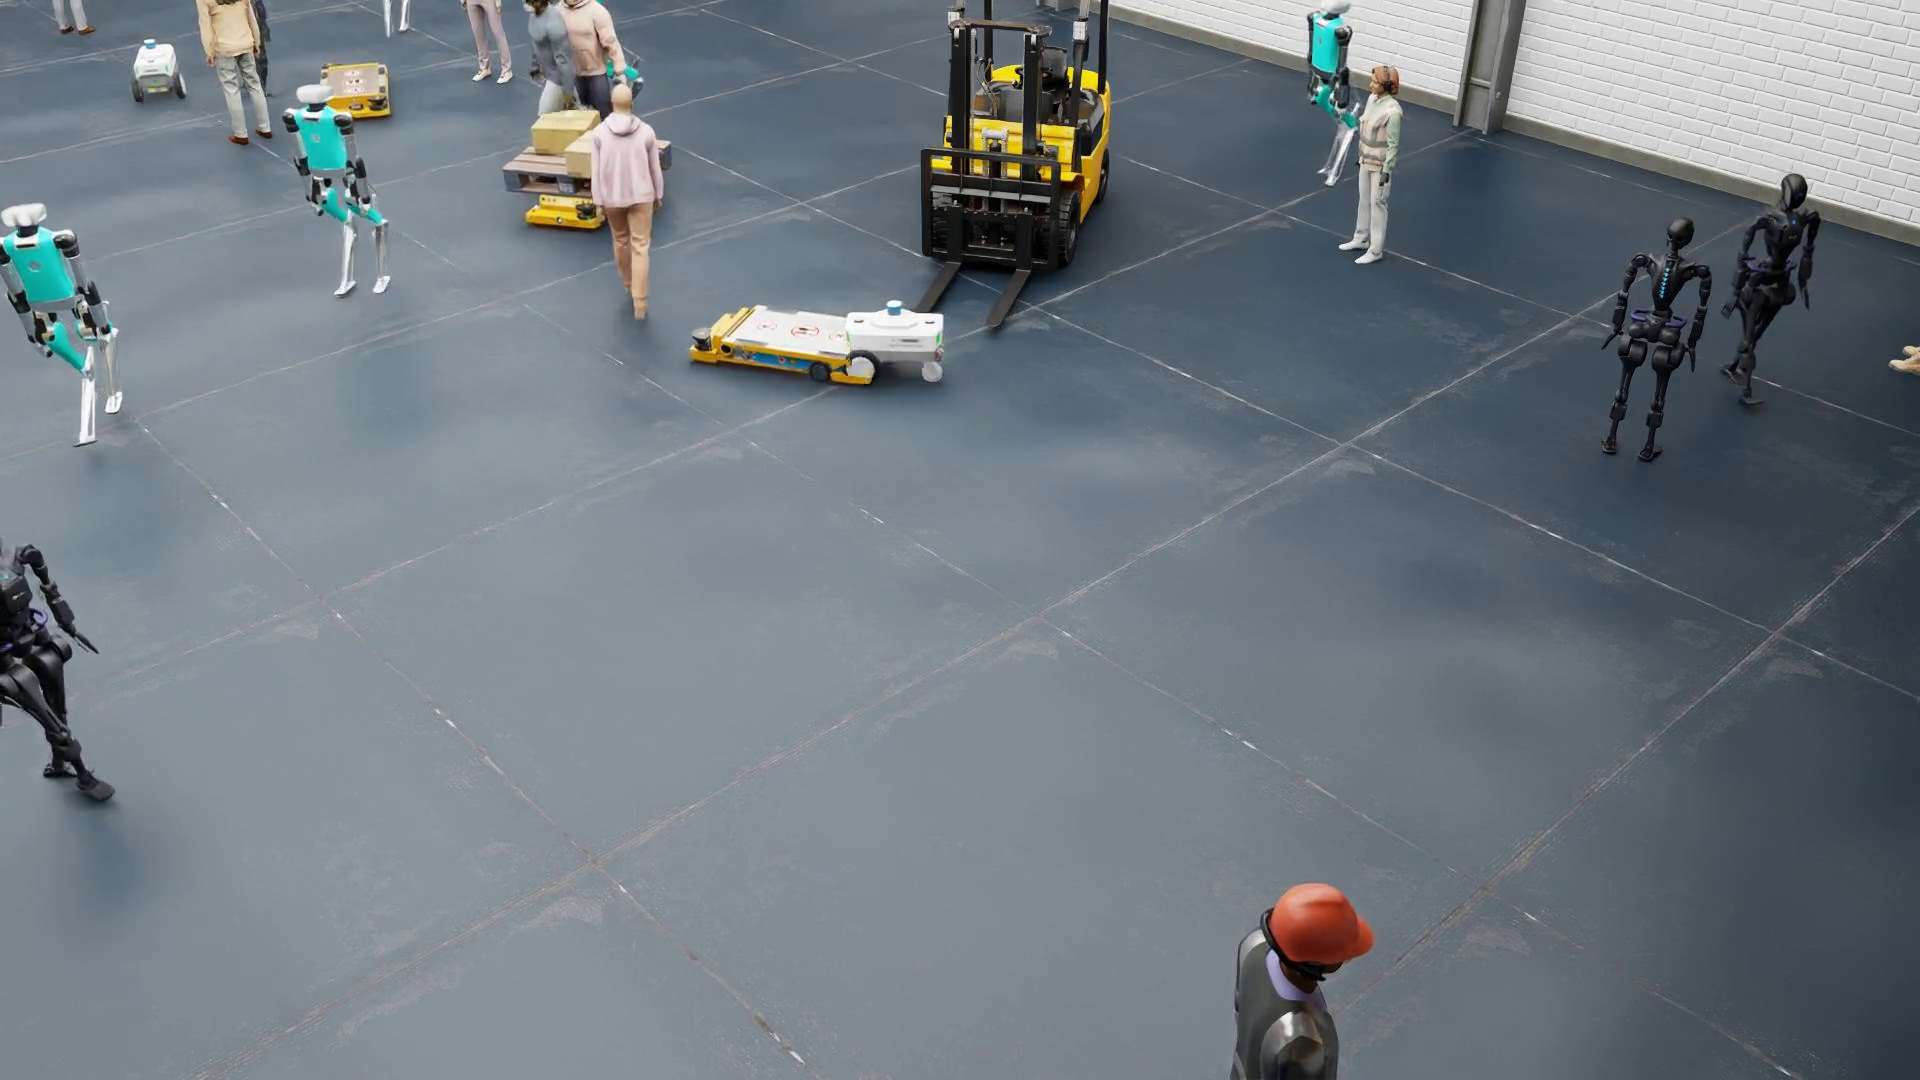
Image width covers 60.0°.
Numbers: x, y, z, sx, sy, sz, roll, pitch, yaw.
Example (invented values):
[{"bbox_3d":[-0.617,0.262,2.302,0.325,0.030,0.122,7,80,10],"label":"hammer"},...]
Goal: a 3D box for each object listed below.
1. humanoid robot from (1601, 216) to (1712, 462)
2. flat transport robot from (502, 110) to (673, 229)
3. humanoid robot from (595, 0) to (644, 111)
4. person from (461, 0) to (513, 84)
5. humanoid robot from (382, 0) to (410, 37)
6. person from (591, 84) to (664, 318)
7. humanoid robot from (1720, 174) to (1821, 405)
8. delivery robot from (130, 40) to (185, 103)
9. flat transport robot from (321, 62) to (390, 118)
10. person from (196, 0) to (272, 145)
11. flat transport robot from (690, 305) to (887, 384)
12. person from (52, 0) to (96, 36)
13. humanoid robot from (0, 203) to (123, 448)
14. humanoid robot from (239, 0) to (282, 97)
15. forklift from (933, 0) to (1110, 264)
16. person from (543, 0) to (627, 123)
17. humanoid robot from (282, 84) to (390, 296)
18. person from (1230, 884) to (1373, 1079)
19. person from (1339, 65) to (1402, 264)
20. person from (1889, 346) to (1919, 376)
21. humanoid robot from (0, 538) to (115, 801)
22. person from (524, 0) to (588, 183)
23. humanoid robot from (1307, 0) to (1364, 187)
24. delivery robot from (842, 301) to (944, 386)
[{"bbox_3d":[4.541,-1.327,10.908,0.599,1.657,0.315,17,37,25],"label":"humanoid robot"},{"bbox_3d":[-3.335,-3.190,15.076,0.659,0.231,1.431,7,34,11],"label":"flat transport robot"},{"bbox_3d":[-3.379,-4.829,16.279,0.708,1.827,0.537,-9,34,-13],"label":"humanoid robot"},{"bbox_3d":[-5.076,-5.730,17.615,0.524,1.760,0.338,11,35,17],"label":"person"},{"bbox_3d":[-6.579,-6.645,19.108,0.543,1.840,0.774,-1,33,-1],"label":"humanoid robot"},{"bbox_3d":[-2.562,-2.674,12.923,0.535,1.744,0.840,-3,33,-4],"label":"person"},{"bbox_3d":[5.682,-1.748,11.591,0.615,1.633,0.722,-5,33,-7],"label":"humanoid robot"},{"bbox_3d":[-8.470,-4.959,17.536,0.499,0.597,0.801,-10,34,-15],"label":"delivery robot"},{"bbox_3d":[-6.334,-4.715,17.420,0.659,0.231,1.431,-9,34,-14],"label":"flat transport robot"},{"bbox_3d":[-6.996,-4.756,16.024,0.415,1.867,0.566,24,40,32],"label":"person"},{"bbox_3d":[-1.232,-1.467,12.428,1.431,0.231,0.659,10,34,15],"label":"flat transport robot"},{"bbox_3d":[-10.360,-6.638,19.115,0.474,1.641,0.337,2,33,3],"label":"person"},{"bbox_3d":[-5.937,-1.485,11.113,0.557,1.733,1.036,-6,33,-9],"label":"humanoid robot"},{"bbox_3d":[-7.387,-5.424,17.224,0.599,1.642,0.372,25,40,33],"label":"humanoid robot"},{"bbox_3d":[0.570,-3.725,14.138,1.214,2.155,2.313,9,34,13],"label":"forklift"},{"bbox_3d":[-3.468,-4.356,15.418,0.820,1.854,0.435,5,33,8],"label":"person"},{"bbox_3d":[-4.817,-2.784,13.075,0.533,1.750,0.747,3,33,4],"label":"humanoid robot"},{"bbox_3d":[1.086,1.925,5.591,0.376,2.045,0.605,-4,33,-6],"label":"person"},{"bbox_3d":[3.407,-3.079,13.646,0.309,1.638,0.522,-7,34,-11],"label":"person"},{"bbox_3d":[7.106,-1.999,11.934,0.530,1.697,0.321,-28,42,-36],"label":"person"},{"bbox_3d":[-4.476,0.563,8.032,0.551,1.636,0.608,13,35,19],"label":"humanoid robot"},{"bbox_3d":[-3.656,-4.212,15.168,0.949,1.893,0.743,-14,35,-20],"label":"person"},{"bbox_3d":[3.469,-4.058,15.071,0.812,1.785,0.603,-16,36,-22],"label":"humanoid robot"},{"bbox_3d":[-0.507,-1.450,12.151,0.784,0.607,0.499,1,33,2],"label":"delivery robot"}]
